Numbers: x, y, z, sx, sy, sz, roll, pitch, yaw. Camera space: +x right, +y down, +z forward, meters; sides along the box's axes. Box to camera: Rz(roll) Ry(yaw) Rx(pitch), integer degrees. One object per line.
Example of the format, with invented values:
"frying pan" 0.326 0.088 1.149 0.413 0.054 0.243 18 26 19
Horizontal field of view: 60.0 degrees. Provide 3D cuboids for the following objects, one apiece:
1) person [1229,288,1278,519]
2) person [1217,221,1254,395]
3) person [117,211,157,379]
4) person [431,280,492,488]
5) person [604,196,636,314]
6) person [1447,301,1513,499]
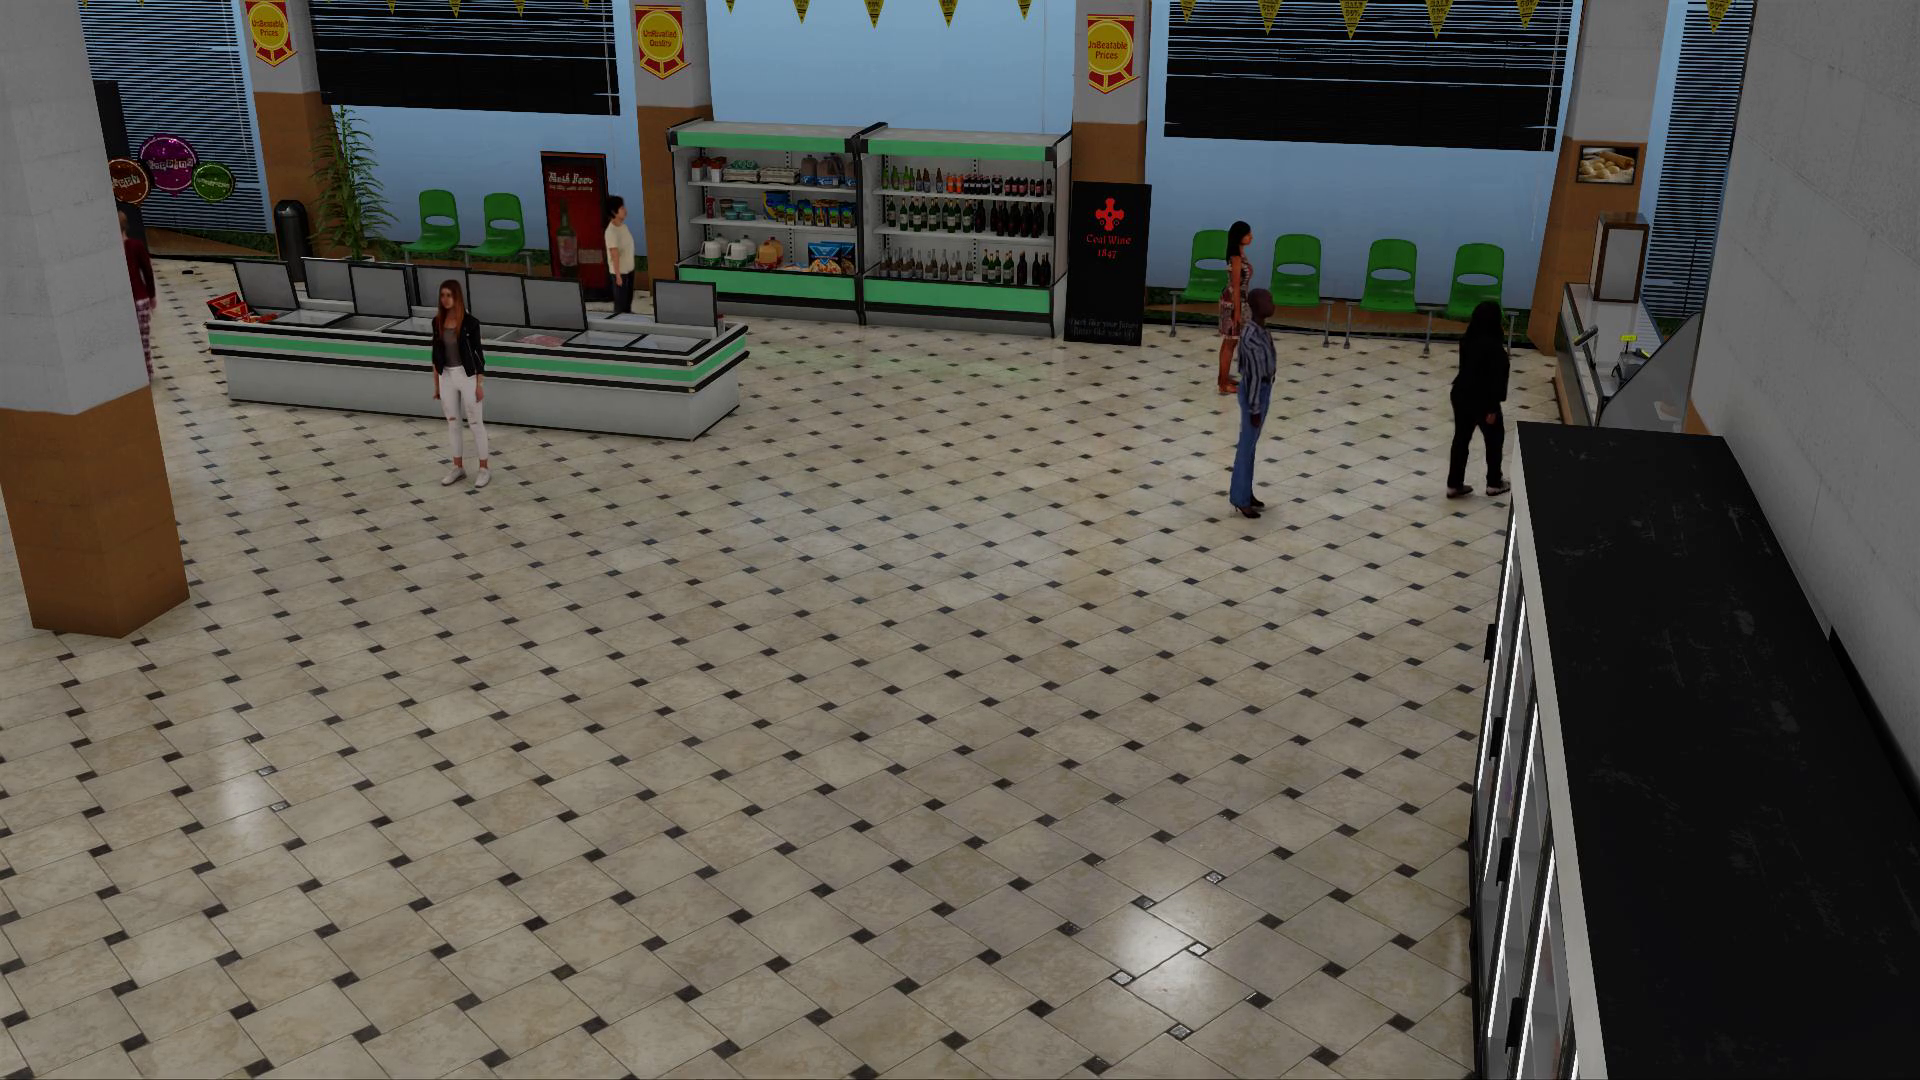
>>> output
"person" 2.276 -1.075 12.928 0.525 1.796 0.625 7 23 17
"person" 2.651 -2.267 16.096 0.572 1.644 0.679 3 22 6
"person" -8.100 -2.353 16.248 0.805 1.691 0.857 -15 27 -33
"person" -4.079 -1.286 13.575 0.480 1.704 0.667 4 22 9
"person" -3.578 -2.838 17.593 0.508 1.587 0.613 3 22 8
"person" 4.053 -1.086 13.220 0.977 1.598 0.912 -10 24 -24
